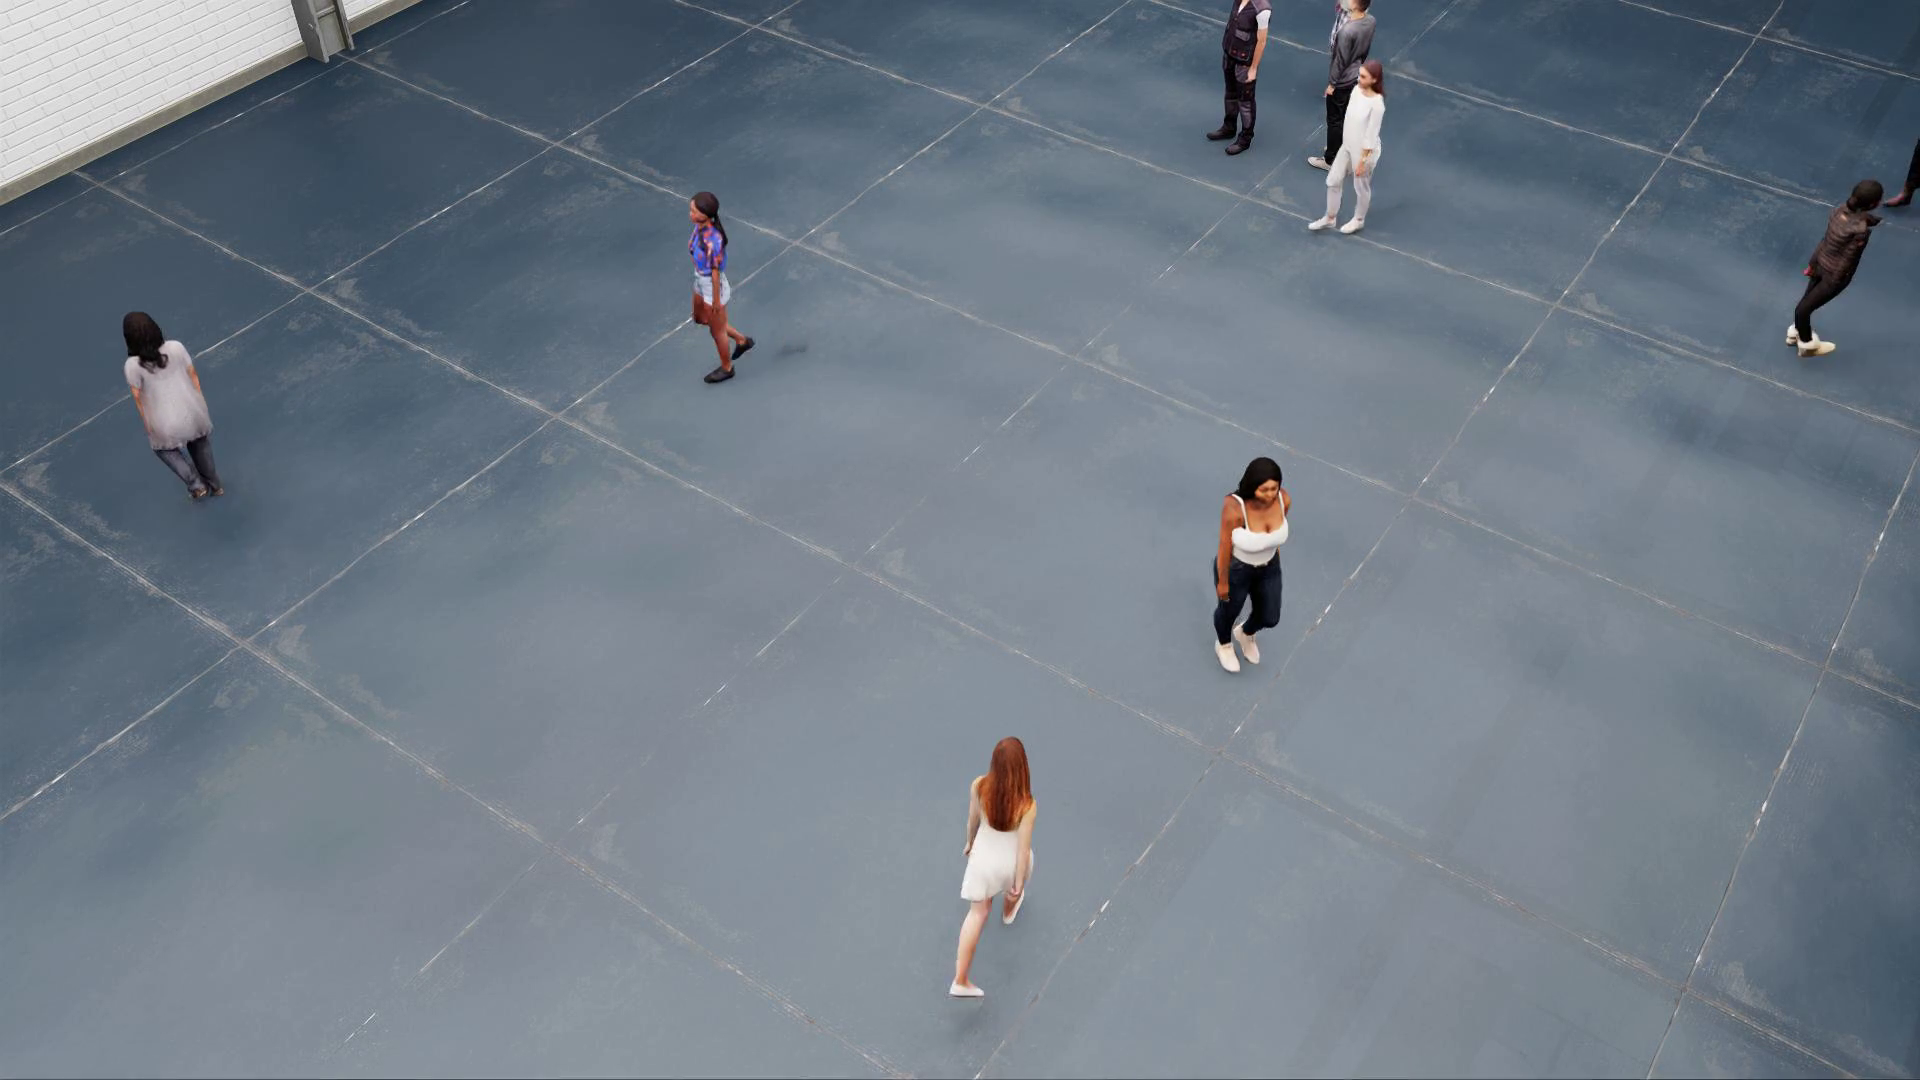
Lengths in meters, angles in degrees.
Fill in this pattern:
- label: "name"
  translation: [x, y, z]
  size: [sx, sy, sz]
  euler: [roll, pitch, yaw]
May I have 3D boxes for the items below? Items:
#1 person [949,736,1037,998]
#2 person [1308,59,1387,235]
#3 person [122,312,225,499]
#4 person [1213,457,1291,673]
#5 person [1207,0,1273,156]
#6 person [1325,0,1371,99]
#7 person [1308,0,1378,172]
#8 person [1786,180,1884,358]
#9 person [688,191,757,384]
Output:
- label: "person"
  translation: [0.186, 1.824, 9.043]
  size: [0.749, 1.657, 1.209]
  euler: [17, 46, 17]
- label: "person"
  translation: [3.561, -3.434, 14.552]
  size: [0.865, 1.672, 0.779]
  euler: [-21, 48, -21]
- label: "person"
  translation: [-5.625, -0.904, 11.953]
  size: [0.714, 1.593, 0.598]
  euler: [30, 51, 28]
- label: "person"
  translation: [1.808, 0.123, 10.727]
  size: [0.761, 1.798, 0.828]
  euler: [-10, 44, -10]
- label: "person"
  translation: [2.661, -4.533, 15.578]
  size: [0.741, 1.848, 0.739]
  euler: [-18, 46, -18]
- label: "person"
  translation: [3.870, -5.225, 16.316]
  size: [0.891, 1.832, 0.812]
  euler: [0, 44, 0]
- label: "person"
  translation: [3.562, -4.258, 15.352]
  size: [0.536, 1.761, 0.713]
  euler: [-34, 53, -31]
- label: "person"
  translation: [7.035, -2.141, 13.203]
  size: [0.873, 1.661, 0.813]
  euler: [33, 53, 30]
- label: "person"
  translation: [-1.845, -1.986, 12.988]
  size: [0.836, 1.732, 0.766]
  euler: [-15, 46, -16]
